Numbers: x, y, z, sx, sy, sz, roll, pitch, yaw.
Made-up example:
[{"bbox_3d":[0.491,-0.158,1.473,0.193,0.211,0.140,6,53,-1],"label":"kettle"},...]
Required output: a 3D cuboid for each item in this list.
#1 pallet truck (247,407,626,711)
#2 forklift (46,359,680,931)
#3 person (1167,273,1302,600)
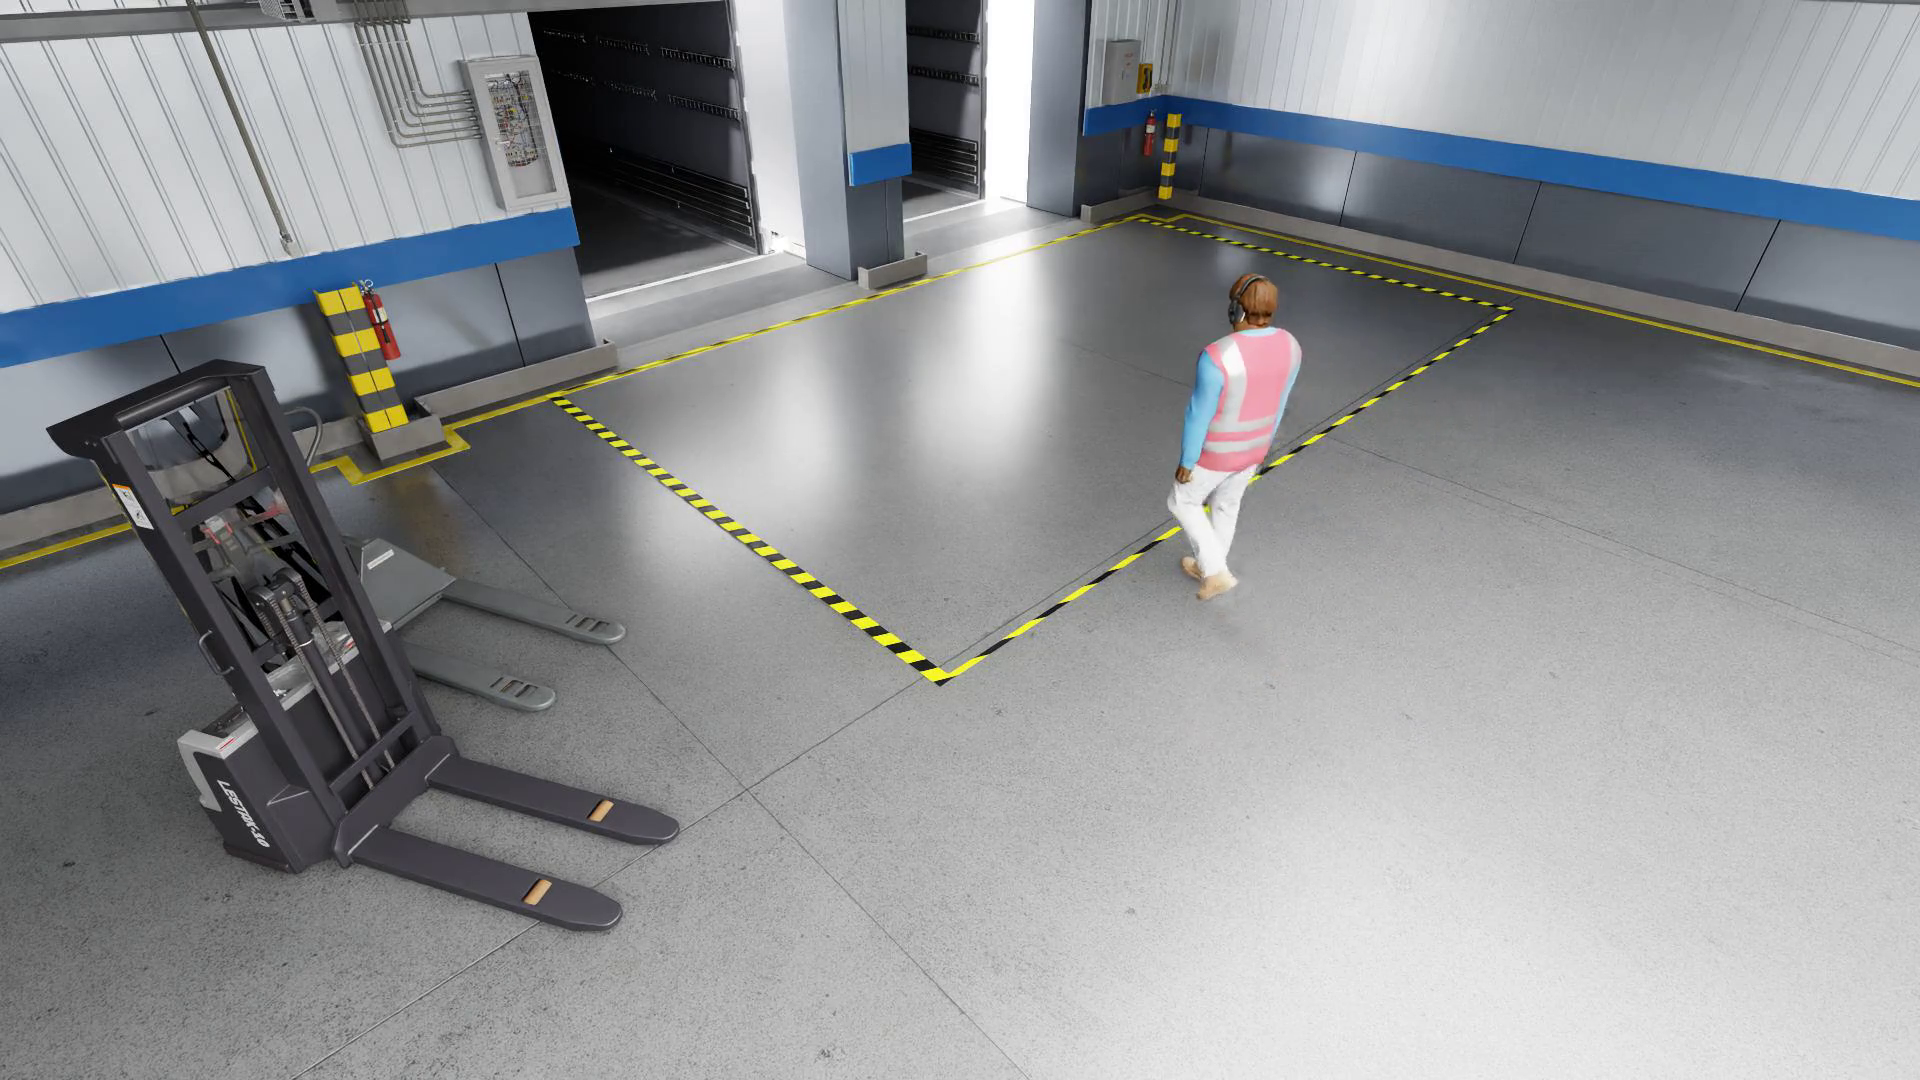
[{"bbox_3d":[-2.628,0.038,4.590,1.601,1.201,0.680,12,36,18],"label":"pallet truck"},{"bbox_3d":[-2.135,0.422,3.354,1.885,1.965,0.823,10,35,14],"label":"forklift"},{"bbox_3d":[1.424,-0.453,4.789,0.637,1.827,0.544,-16,37,-22],"label":"person"}]
